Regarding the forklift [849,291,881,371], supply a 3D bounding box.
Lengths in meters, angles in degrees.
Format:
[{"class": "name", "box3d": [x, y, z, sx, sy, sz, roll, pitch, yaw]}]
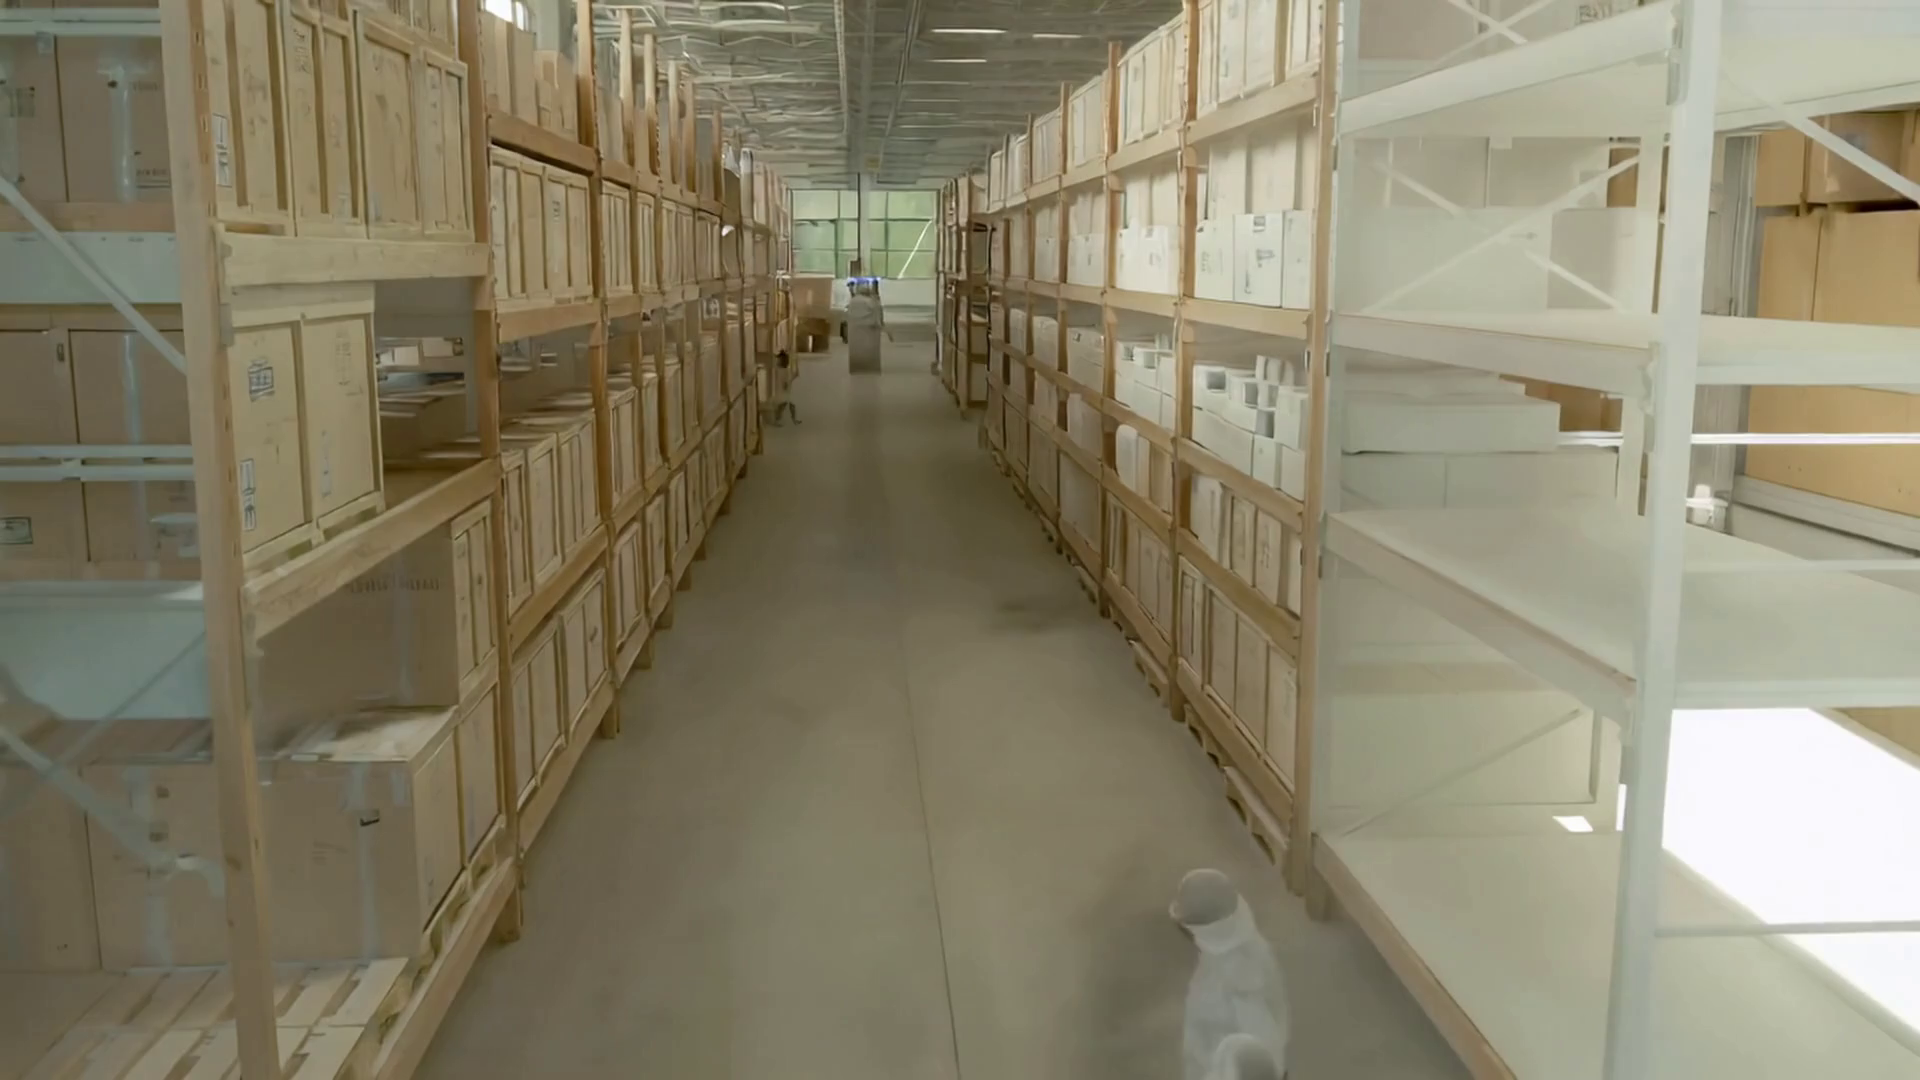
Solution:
[{"class": "forklift", "box3d": [-3.352, -7.375, 58.520, 1.129, 2.768, 1.873, 0, 10, -3]}]

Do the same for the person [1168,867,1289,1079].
[{"class": "person", "box3d": [0.955, 1.983, 6.156, 0.782, 1.682, 0.554, 3, 10, 18]}]

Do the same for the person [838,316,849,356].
[{"class": "person", "box3d": [-4.744, -8.377, 68.236, 0.539, 1.625, 0.367, 3, 10, 19]}]

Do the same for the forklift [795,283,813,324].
[{"class": "forklift", "box3d": [-7.352, -10.641, 78.034, 1.129, 2.768, 1.873, -1, 10, -4]}]

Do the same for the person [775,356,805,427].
[{"class": "person", "box3d": [-3.991, -3.445, 38.683, 0.799, 1.650, 0.581, -5, 11, -25]}]
